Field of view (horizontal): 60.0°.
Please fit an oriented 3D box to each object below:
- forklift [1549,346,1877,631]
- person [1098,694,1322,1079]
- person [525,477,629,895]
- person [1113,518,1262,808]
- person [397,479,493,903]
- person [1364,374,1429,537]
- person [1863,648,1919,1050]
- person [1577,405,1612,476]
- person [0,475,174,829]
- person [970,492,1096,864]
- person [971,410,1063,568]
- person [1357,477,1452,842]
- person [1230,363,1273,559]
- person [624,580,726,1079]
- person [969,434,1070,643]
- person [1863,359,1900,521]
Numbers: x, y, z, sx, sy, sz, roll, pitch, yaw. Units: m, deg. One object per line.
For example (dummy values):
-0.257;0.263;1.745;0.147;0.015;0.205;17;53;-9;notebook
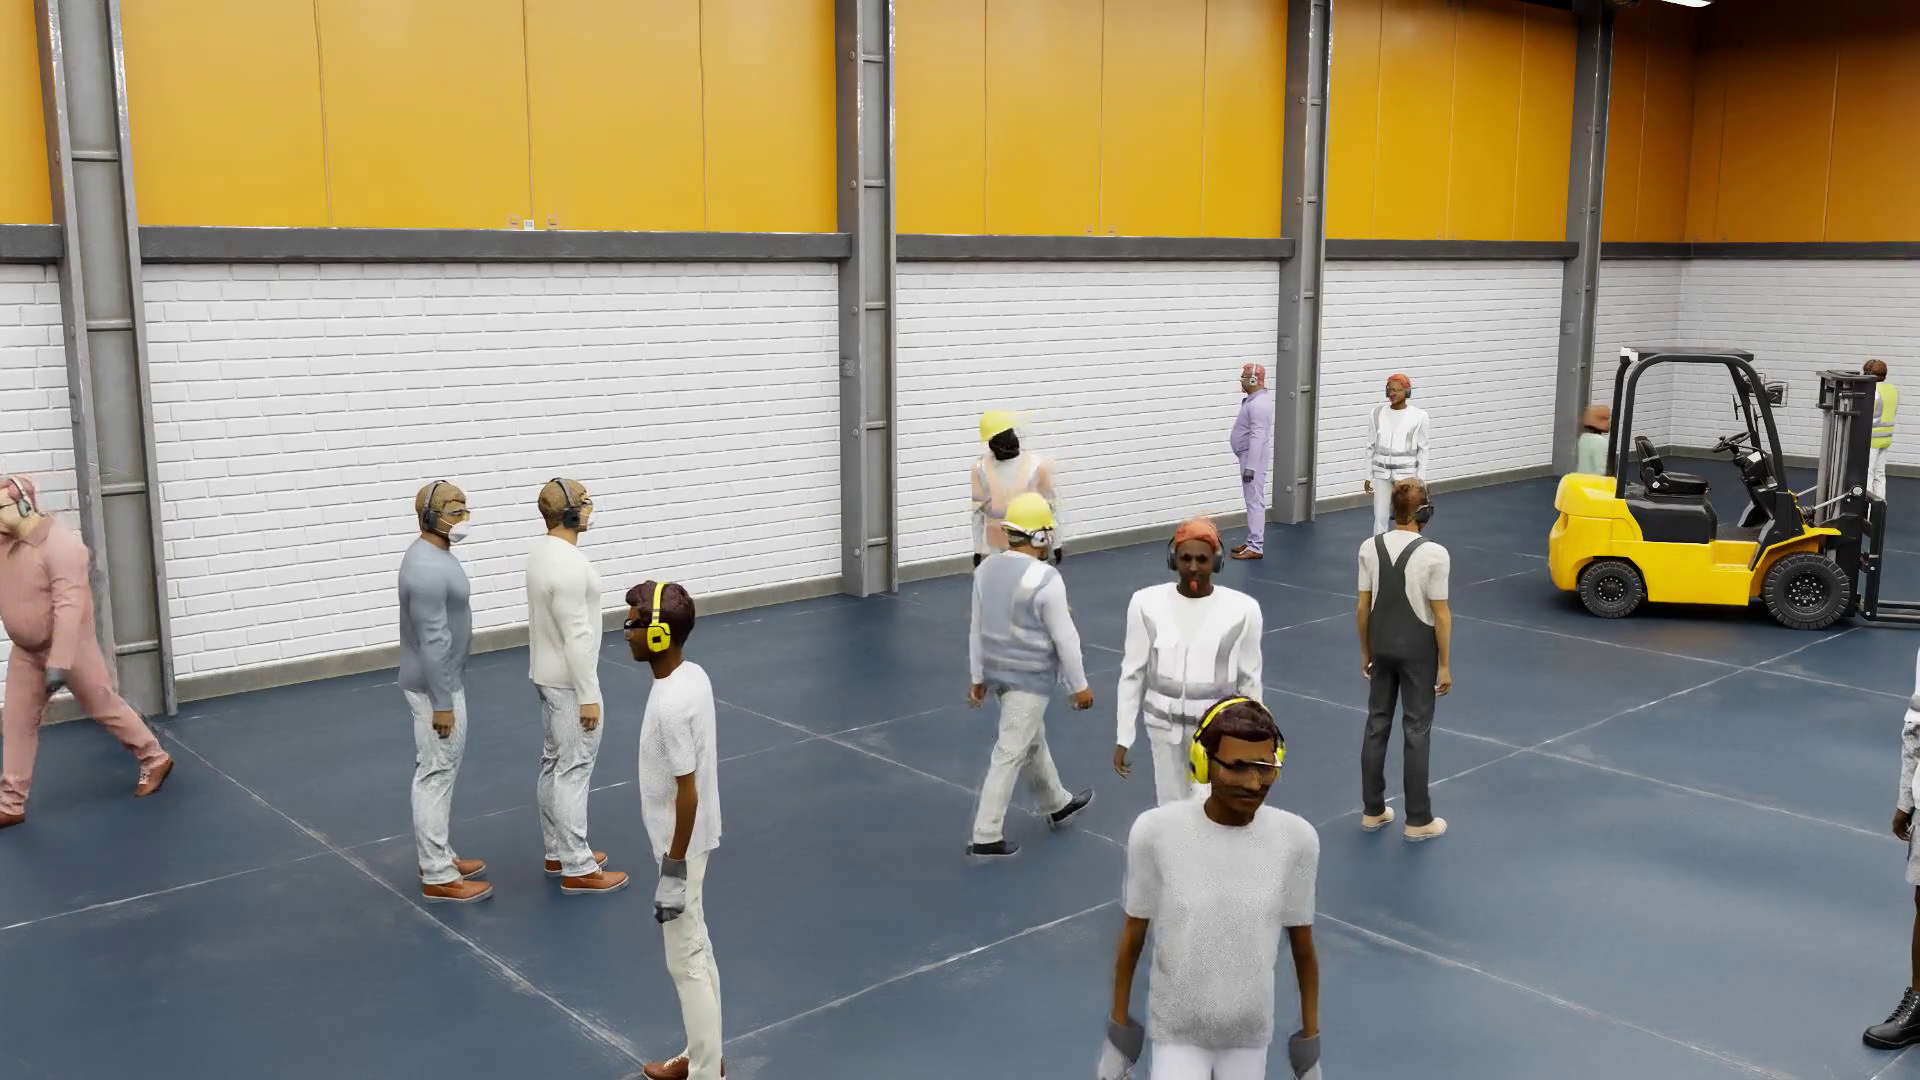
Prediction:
6.109;-0.478;13.691;2.313;2.155;1.214;3;10;16;forklift
0.645;1.299;4.271;0.579;1.860;0.389;-1;10;-5;person
-1.803;0.669;7.721;0.372;1.940;0.632;-5;11;-27;person
0.928;0.850;6.930;0.580;1.854;0.836;4;10;20;person
-2.384;0.685;7.638;0.372;1.936;0.629;-3;10;-16;person
3.957;-0.571;15.148;0.579;1.883;0.352;6;11;32;person
3.608;0.969;5.969;0.358;1.938;0.548;-5;11;-25;person
5.754;-0.404;14.917;0.589;1.612;0.511;-1;10;-6;person
-4.722;0.545;8.761;0.662;1.841;1.058;4;11;24;person
0.381;0.659;8.220;0.921;1.785;0.598;-6;12;-33;person
0.436;0.010;11.761;0.733;1.875;0.487;2;10;10;person
2.247;0.600;8.416;0.506;1.840;0.343;9;13;43;person
2.833;-0.766;16.214;0.409;1.909;0.641;2;10;11;person
-0.969;1.055;5.667;0.309;1.868;0.535;-1;10;-5;person
0.468;-0.025;12.590;0.746;1.656;0.589;-1;10;-7;person
9.786;-1.022;17.909;0.633;1.841;0.429;-6;11;-32;person
